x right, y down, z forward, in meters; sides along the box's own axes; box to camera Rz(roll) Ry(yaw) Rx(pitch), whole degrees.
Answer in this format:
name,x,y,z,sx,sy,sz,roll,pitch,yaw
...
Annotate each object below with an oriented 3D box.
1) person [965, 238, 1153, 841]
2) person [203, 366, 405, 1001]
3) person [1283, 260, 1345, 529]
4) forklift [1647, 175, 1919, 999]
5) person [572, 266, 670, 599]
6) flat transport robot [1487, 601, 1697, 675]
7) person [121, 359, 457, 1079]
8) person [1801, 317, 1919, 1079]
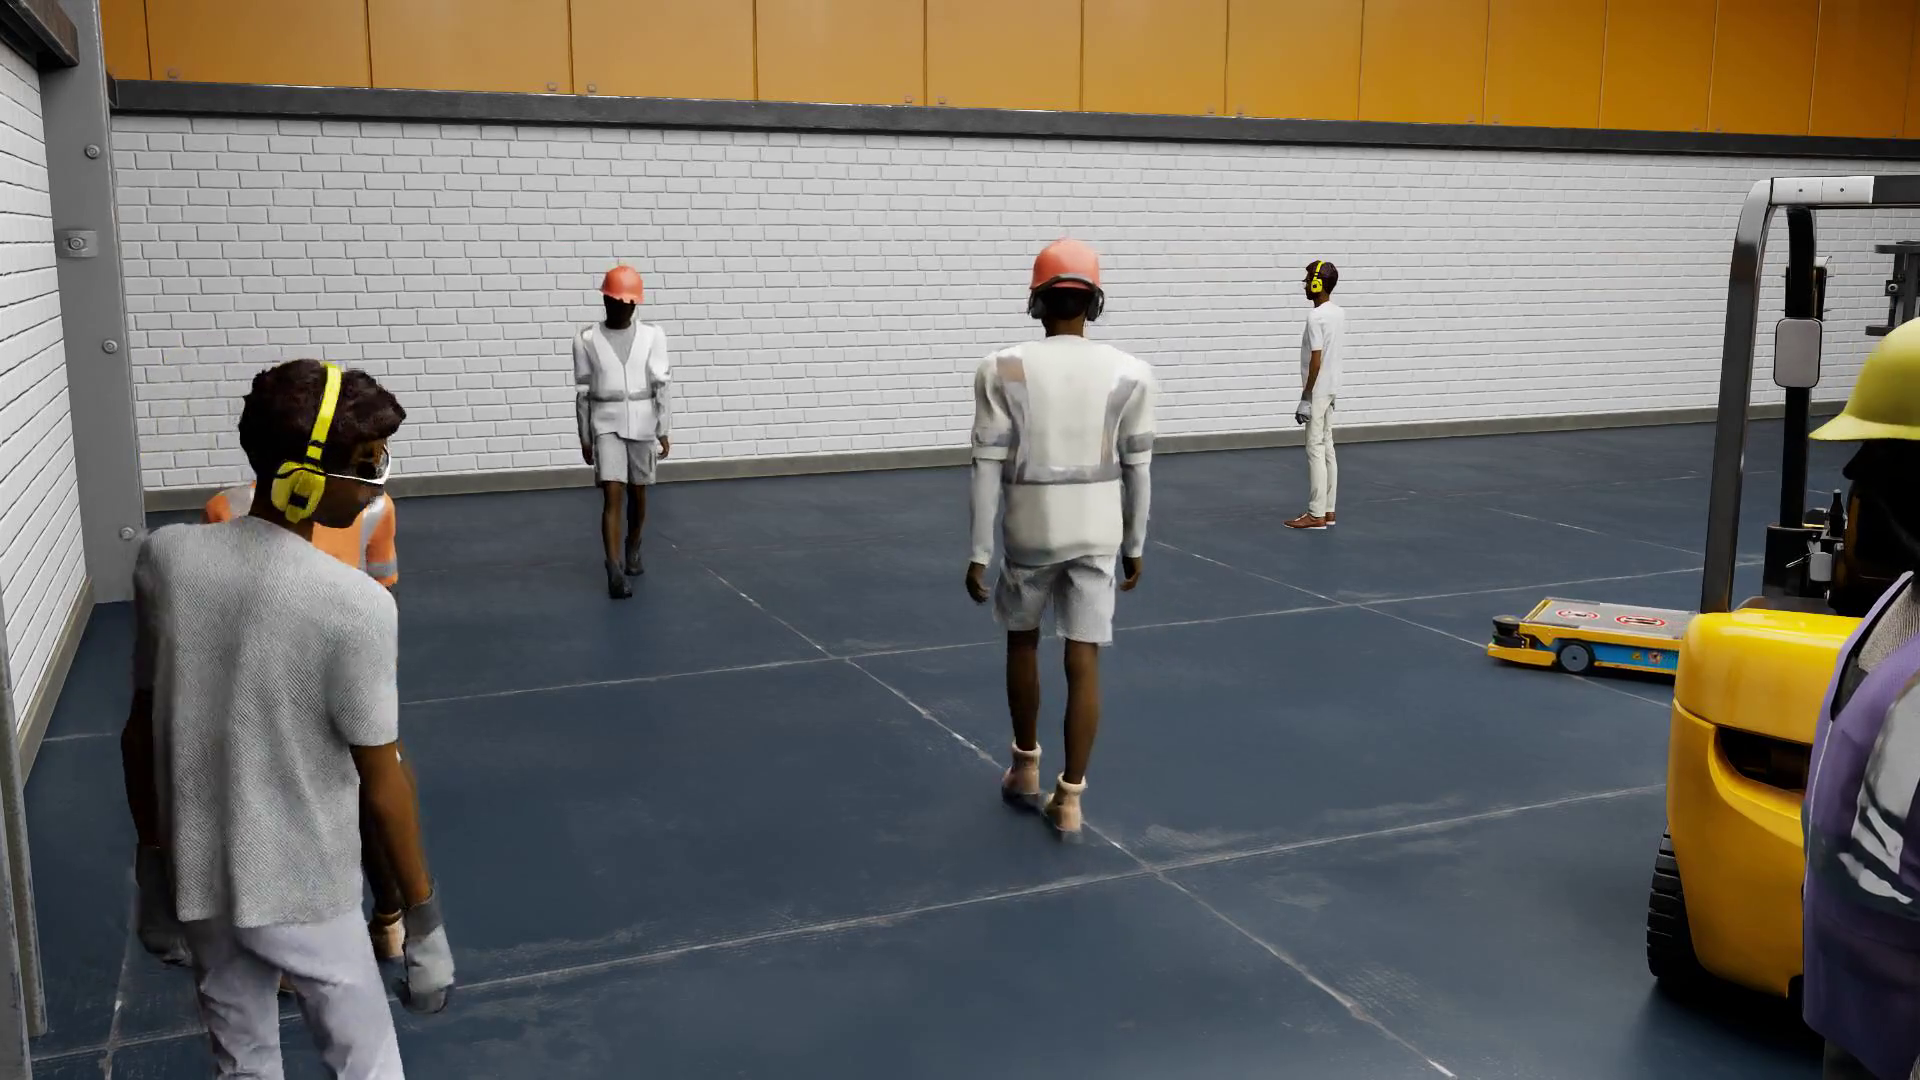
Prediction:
name,x,y,z,sx,sy,sz,roll,pitch,yaw
person,0.334,-0.017,5.766,0.641,2.013,0.782,-1,10,-4
person,-1.751,0.377,4.496,0.321,1.690,0.530,8,13,38
person,2.494,-1.009,11.636,0.328,1.872,0.513,6,12,31
forklift,2.810,0.094,4.662,1.214,2.155,2.313,7,12,34
person,-1.964,-0.650,9.687,0.533,1.880,0.985,-4,11,-20
flat transport robot,3.288,0.481,7.829,1.431,0.197,0.652,6,12,29
person,-1.137,0.624,2.751,0.595,1.836,0.401,2,11,12
person,1.319,0.650,2.330,0.363,1.928,0.587,3,11,16
